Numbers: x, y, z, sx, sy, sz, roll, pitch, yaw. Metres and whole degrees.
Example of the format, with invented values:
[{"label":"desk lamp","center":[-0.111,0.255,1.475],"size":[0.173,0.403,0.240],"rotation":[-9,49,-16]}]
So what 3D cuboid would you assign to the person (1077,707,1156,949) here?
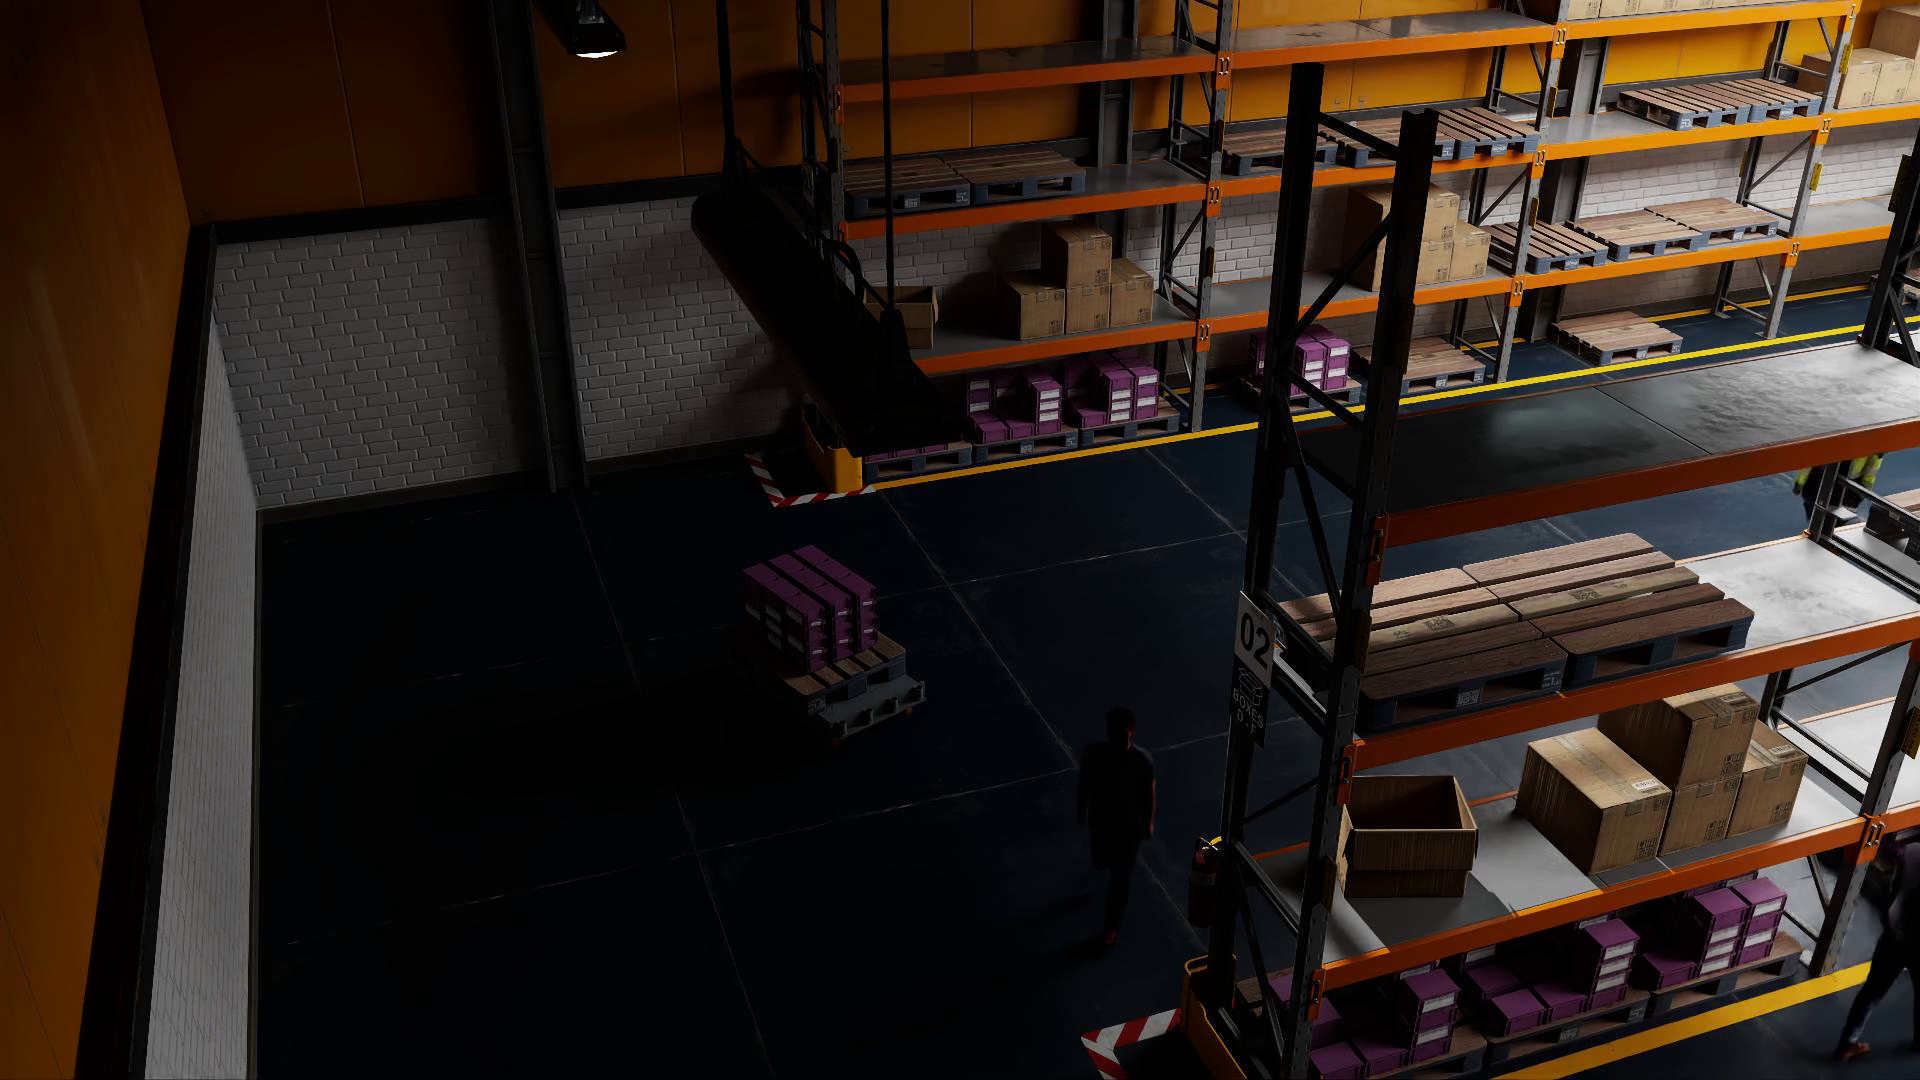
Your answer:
[{"label":"person","center":[1.052,1.799,10.986],"size":[1.090,1.781,1.094],"rotation":[8,30,14]}]

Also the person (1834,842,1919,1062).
[{"label":"person","center":[5.562,2.416,9.829],"size":[0.990,1.806,0.691],"rotation":[-11,30,-19]}]
